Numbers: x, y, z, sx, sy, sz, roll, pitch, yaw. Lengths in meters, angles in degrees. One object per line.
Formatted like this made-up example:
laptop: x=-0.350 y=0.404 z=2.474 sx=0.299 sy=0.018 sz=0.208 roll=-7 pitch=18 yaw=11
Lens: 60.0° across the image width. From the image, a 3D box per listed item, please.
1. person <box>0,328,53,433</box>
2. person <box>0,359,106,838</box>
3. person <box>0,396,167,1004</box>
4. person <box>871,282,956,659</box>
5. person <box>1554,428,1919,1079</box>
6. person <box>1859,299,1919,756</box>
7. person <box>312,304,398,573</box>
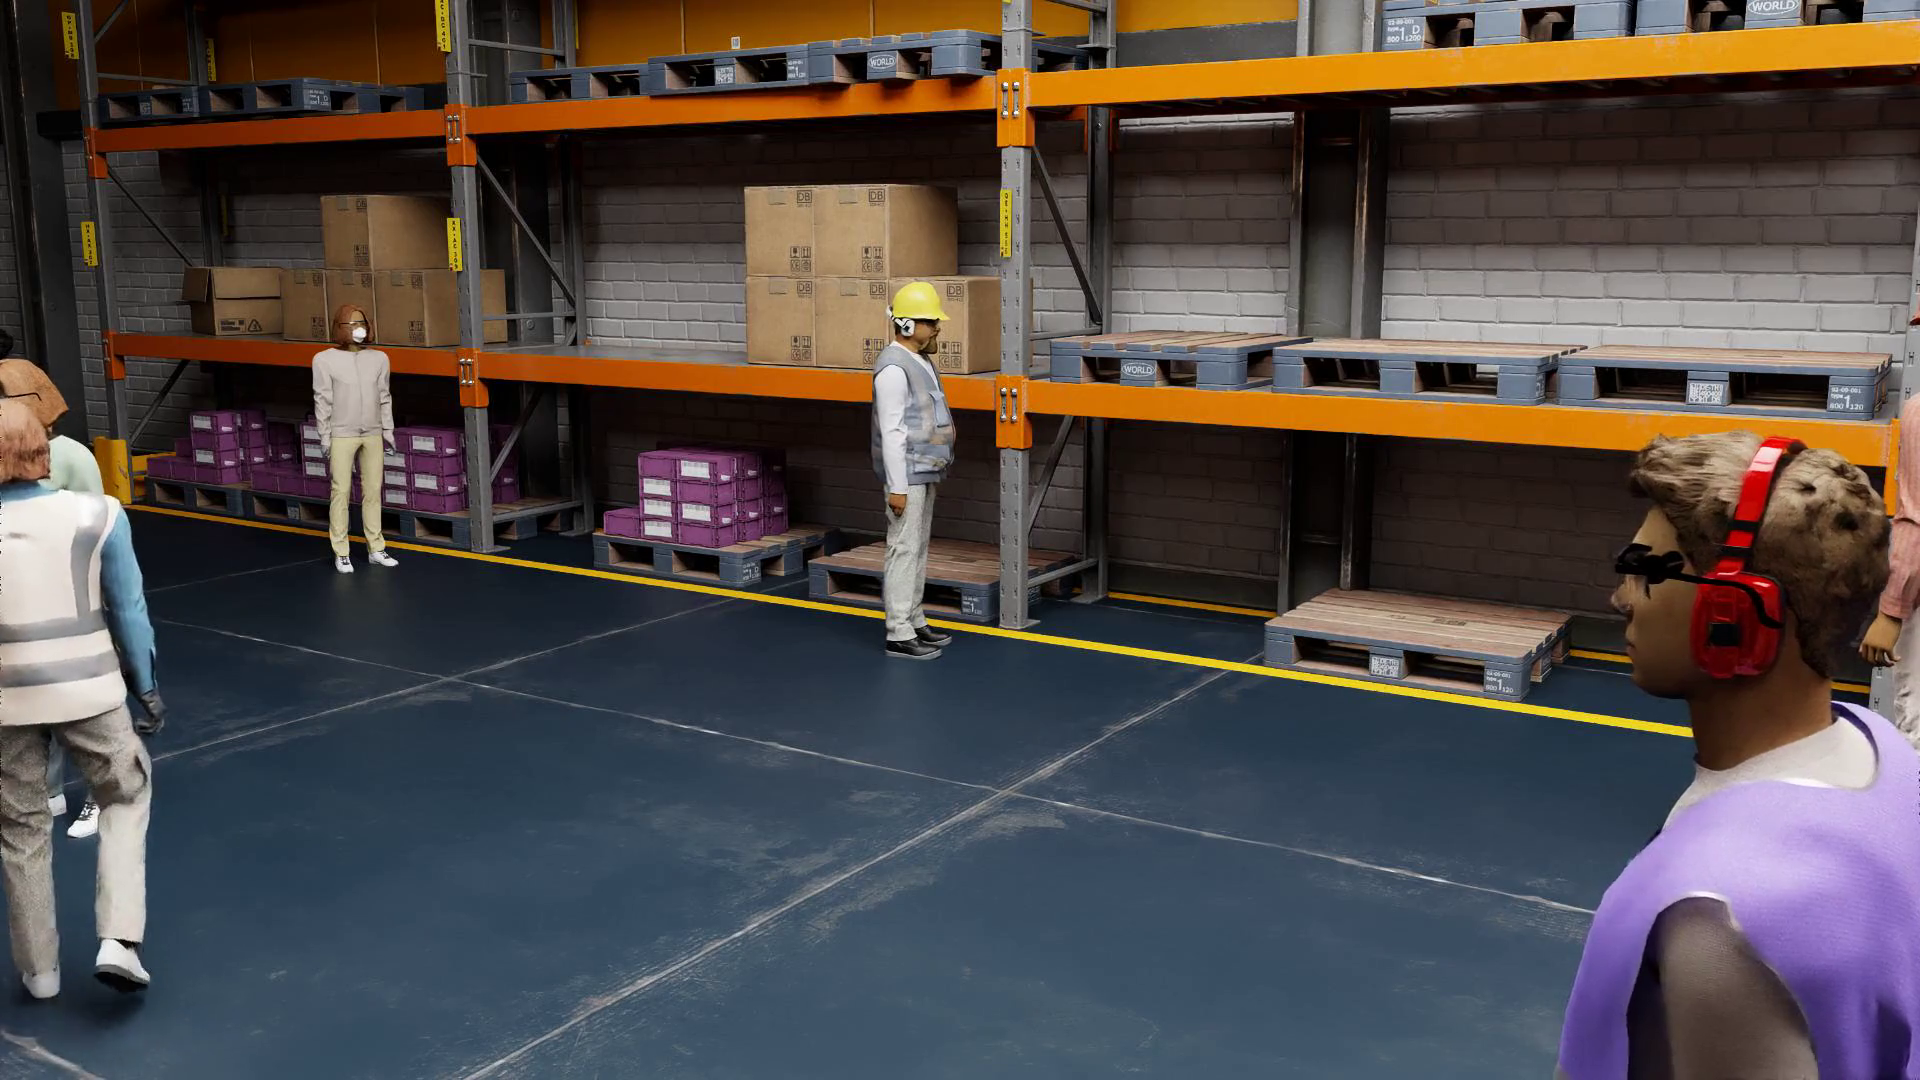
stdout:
person: x=-4.050 y=-0.068 z=7.003 sx=0.547 sy=1.673 sz=0.570 roll=-3 pitch=11 yaw=-16
person: x=-3.110 y=0.201 z=5.645 sx=0.507 sy=1.631 sz=0.266 roll=3 pitch=11 yaw=16
person: x=-2.378 y=0.439 z=4.326 sx=0.566 sy=1.628 sz=0.433 roll=-5 pitch=11 yaw=-25
person: x=-0.224 y=-0.334 z=8.099 sx=0.403 sy=1.824 sz=0.586 roll=2 pitch=10 yaw=12
person: x=0.775 y=0.815 z=1.663 sx=0.392 sy=1.843 sz=0.563 roll=7 pitch=13 yaw=35
person: x=2.880 y=0.171 z=4.837 sx=0.611 sy=1.985 sz=0.393 roll=-5 pitch=11 yaw=-24
person: x=-3.703 y=-0.625 z=10.211 sx=0.286 sy=1.636 sz=0.499 roll=9 pitch=14 yaw=42
